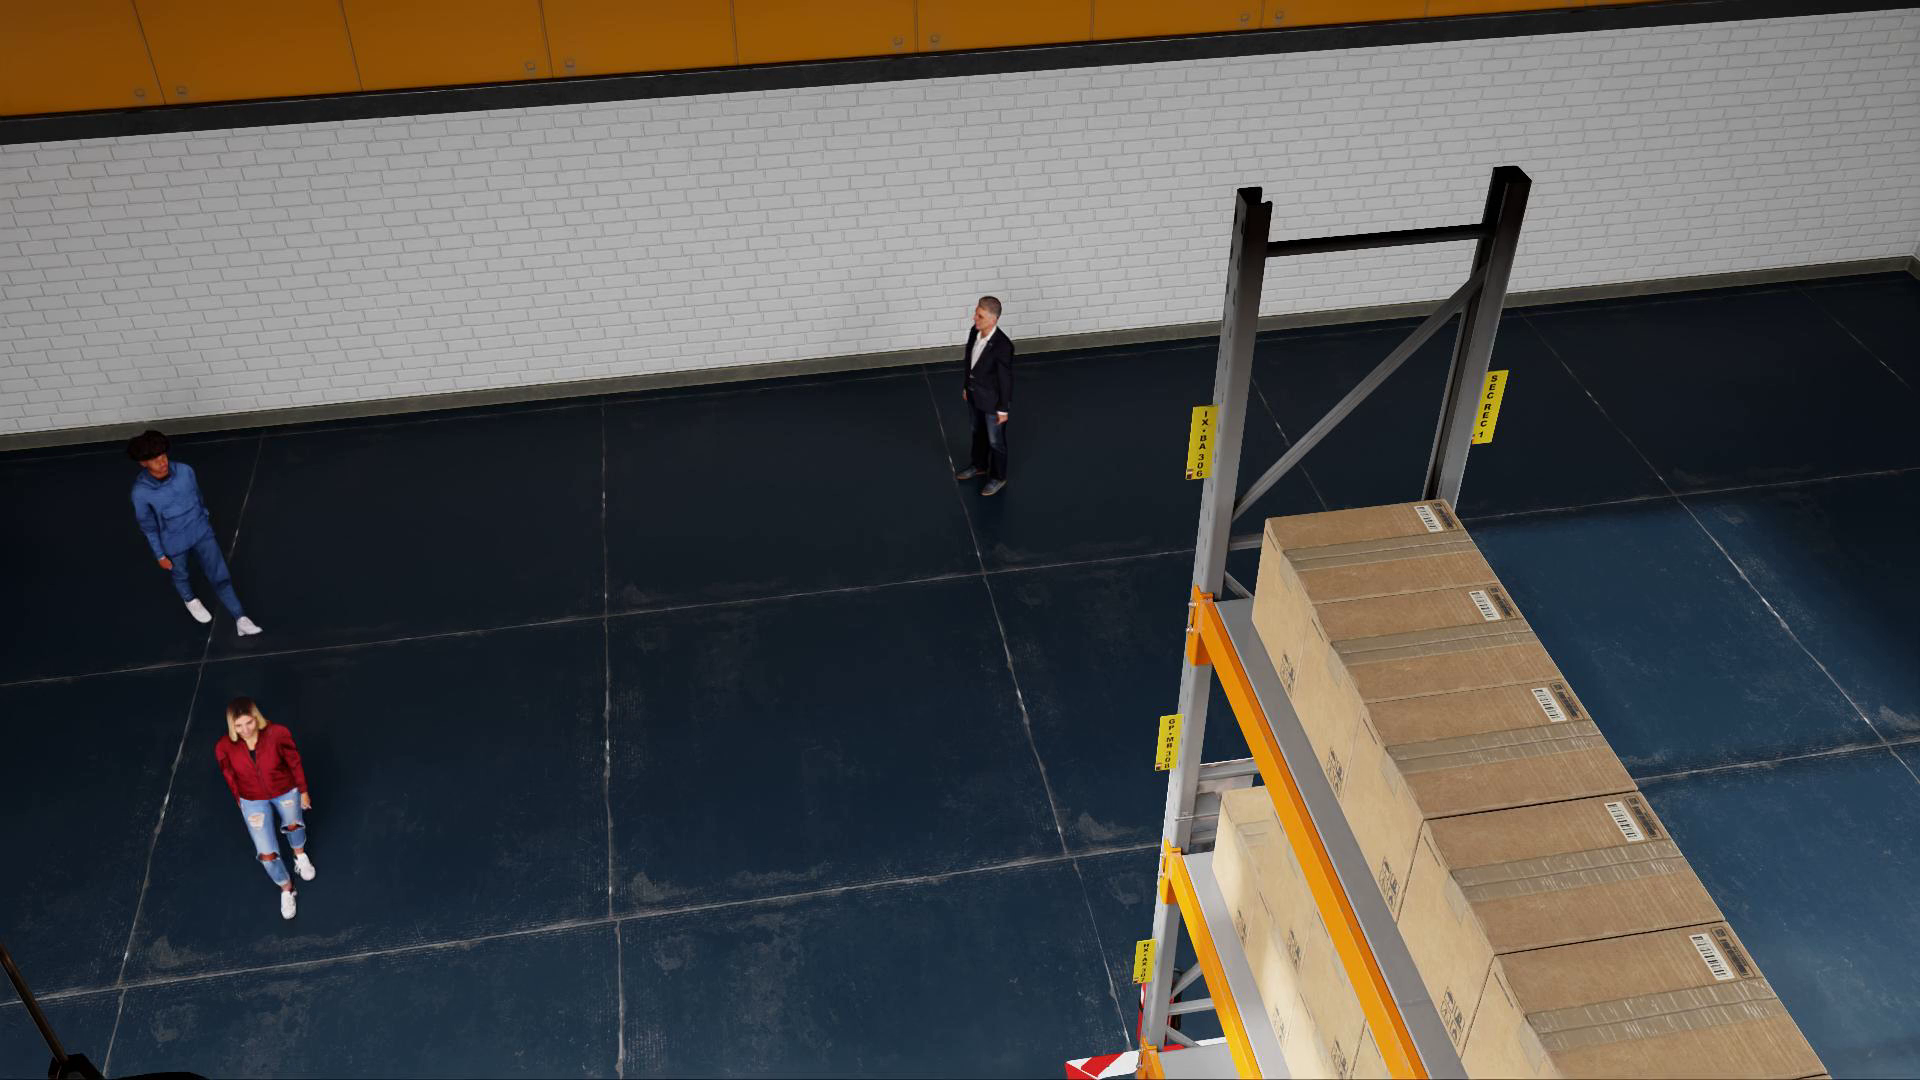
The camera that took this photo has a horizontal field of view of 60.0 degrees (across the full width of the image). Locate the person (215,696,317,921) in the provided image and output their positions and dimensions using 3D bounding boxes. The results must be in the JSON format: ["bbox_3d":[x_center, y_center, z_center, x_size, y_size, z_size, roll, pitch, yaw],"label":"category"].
[{"bbox_3d":[-4.345,1.553,10.462,0.733,1.614,0.861,-18,42,-21],"label":"person"}]

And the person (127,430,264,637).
[{"bbox_3d":[-5.829,-0.066,12.360,1.219,1.776,1.103,29,47,31],"label":"person"}]

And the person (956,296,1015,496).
[{"bbox_3d":[0.228,-1.220,13.774,0.839,1.815,0.709,-26,45,-29],"label":"person"}]
